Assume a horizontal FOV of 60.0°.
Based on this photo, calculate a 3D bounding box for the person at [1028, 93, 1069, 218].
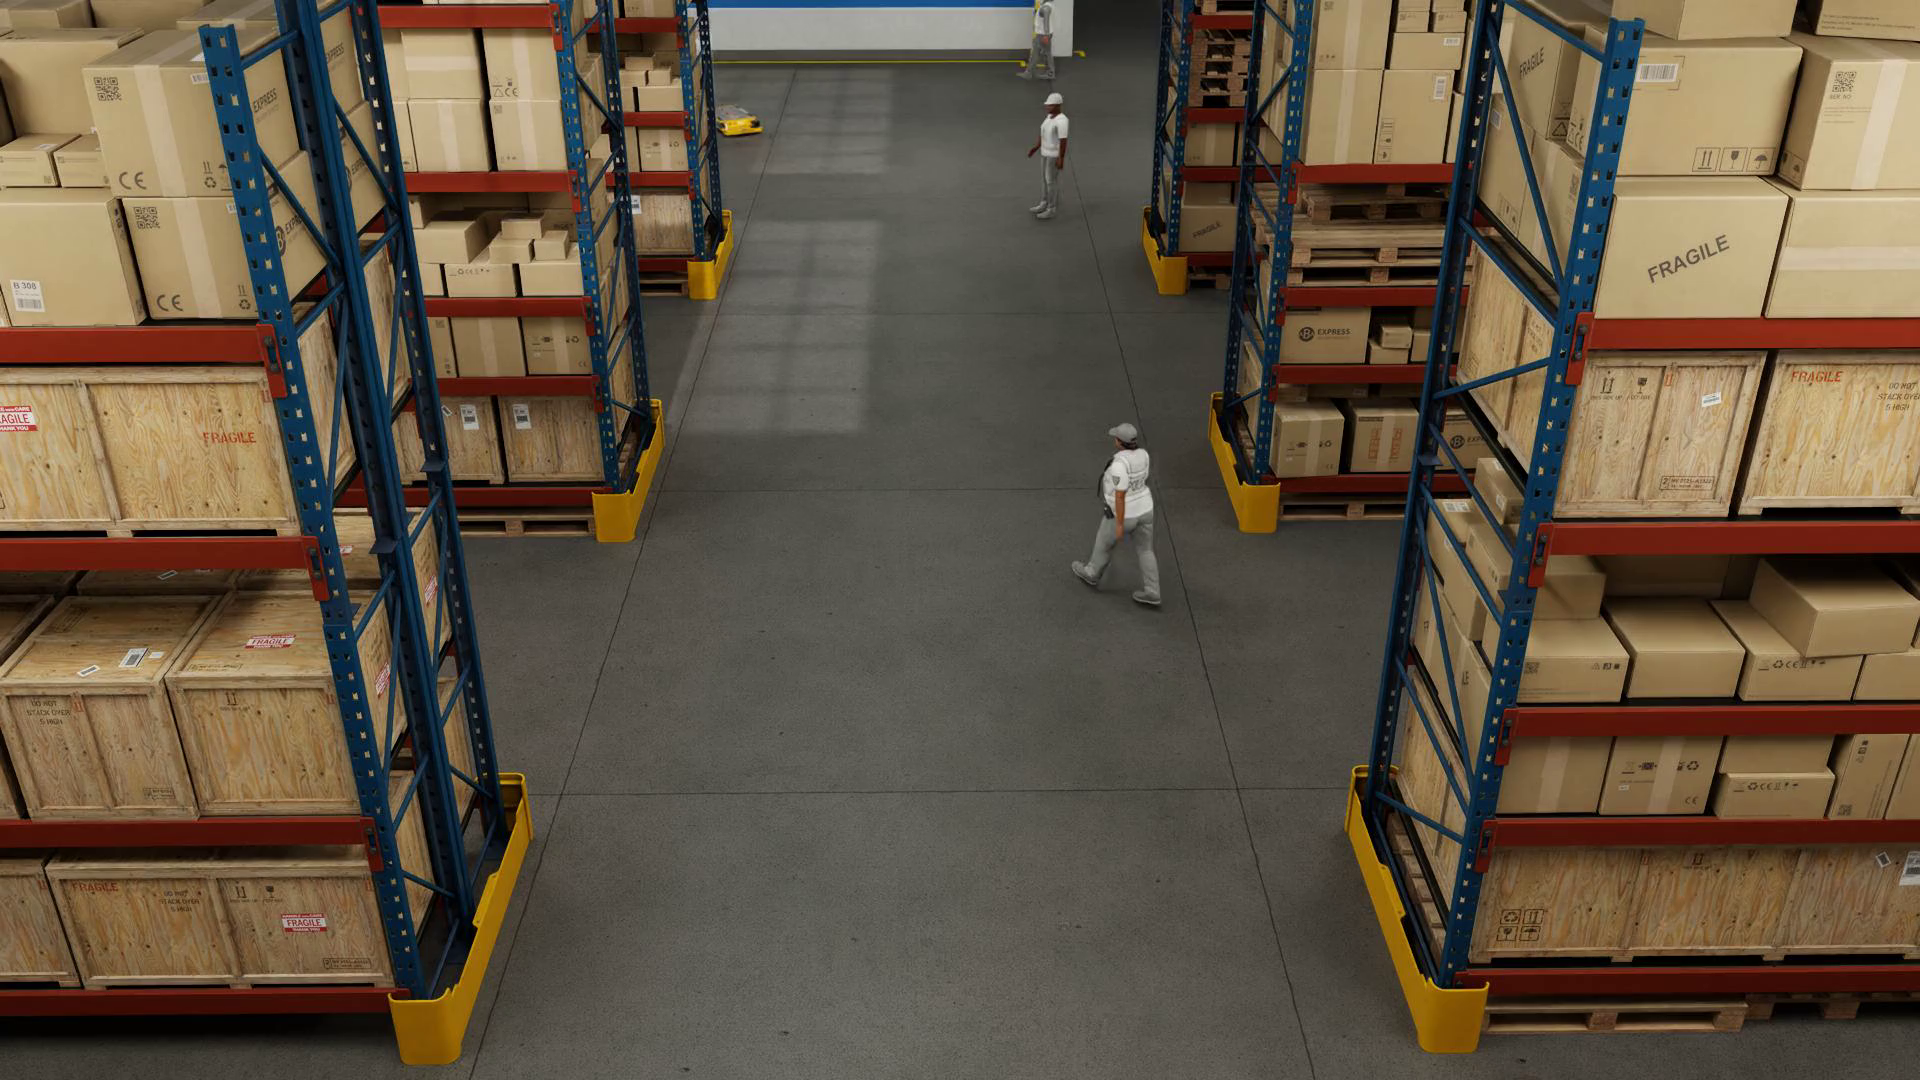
[{"bbox_3d":[1.299,-5.643,24.365,0.487,1.769,0.586,-8,29,-15],"label":"person"}]

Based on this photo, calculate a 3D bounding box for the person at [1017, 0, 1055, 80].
[{"bbox_3d":[1.499,-9.810,32.135,0.742,1.765,0.557,7,29,13],"label":"person"}]

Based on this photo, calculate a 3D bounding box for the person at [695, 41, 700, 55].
[{"bbox_3d":[-4.811,-8.103,28.998,0.594,1.754,0.530,-25,37,-38],"label":"person"}]

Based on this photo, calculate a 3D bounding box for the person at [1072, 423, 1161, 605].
[{"bbox_3d":[1.428,-0.268,14.515,0.507,1.618,0.929,-21,35,-34],"label":"person"}]

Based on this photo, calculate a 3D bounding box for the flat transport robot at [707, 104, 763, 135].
[{"bbox_3d":[-4.044,-7.391,29.298,0.659,0.254,1.431,-14,31,-24],"label":"flat transport robot"}]
